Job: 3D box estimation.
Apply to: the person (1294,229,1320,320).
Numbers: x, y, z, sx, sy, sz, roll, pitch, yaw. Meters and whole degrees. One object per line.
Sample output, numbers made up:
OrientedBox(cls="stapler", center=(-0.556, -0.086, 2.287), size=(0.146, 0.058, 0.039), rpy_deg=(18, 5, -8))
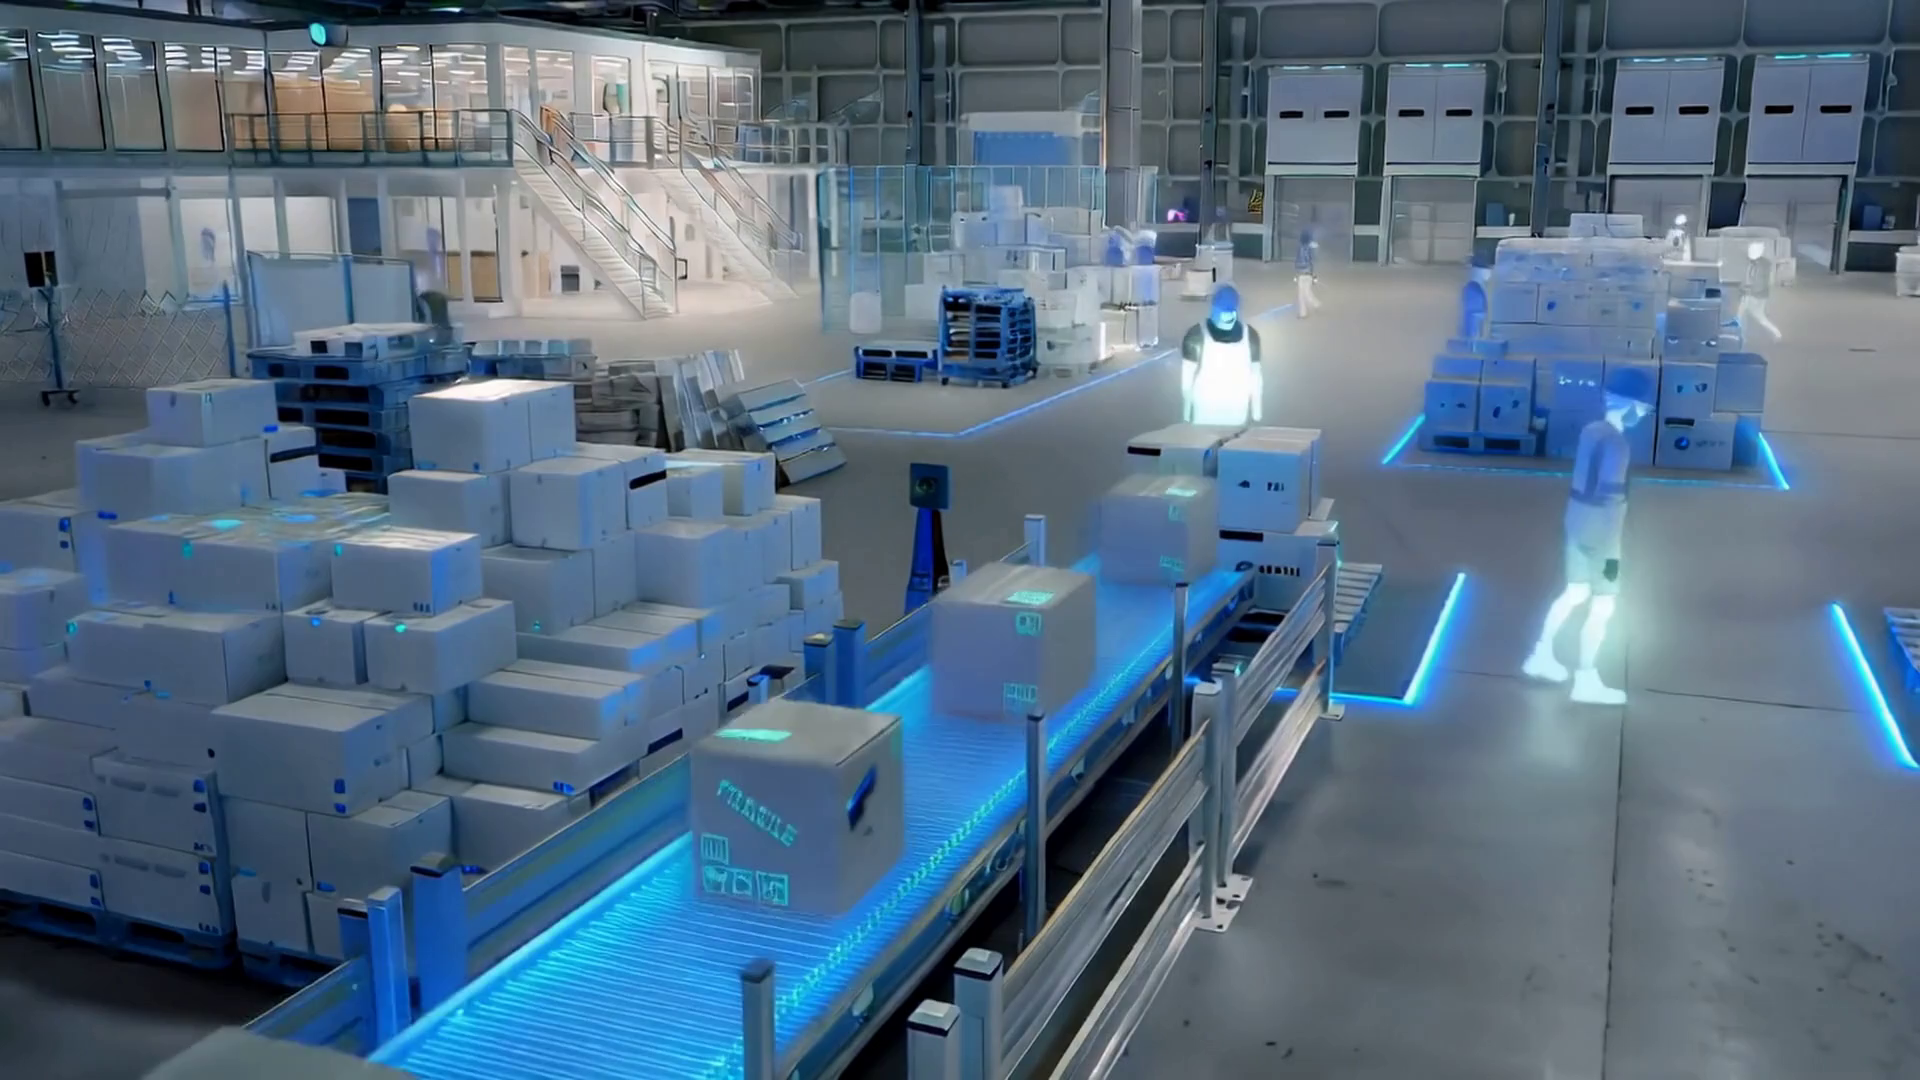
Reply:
OrientedBox(cls="person", center=(6.977, -5.359, 33.594), size=(0.436, 1.831, 0.653), rpy_deg=(-6, 14, -25))

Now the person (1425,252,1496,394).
OrientedBox(cls="person", center=(6.234, -2.517, 20.425), size=(0.790, 2.019, 0.624), rpy_deg=(5, 14, 23))

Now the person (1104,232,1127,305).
OrientedBox(cls="person", center=(2.872, -4.668, 30.367), size=(1.004, 1.883, 0.655), rpy_deg=(-2, 13, -9))

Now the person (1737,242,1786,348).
OrientedBox(cls="person", center=(13.515, -4.123, 28.114), size=(0.853, 1.808, 0.617), rpy_deg=(1, 13, 3))

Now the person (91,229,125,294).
OrientedBox(cls="person", center=(-20.586, -6.784, 39.912), size=(0.999, 1.858, 0.638), rpy_deg=(-5, 13, -20))

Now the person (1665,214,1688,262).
OrientedBox(cls="person", center=(17.770, -7.103, 41.225), size=(0.617, 1.914, 0.405), rpy_deg=(-4, 13, -17))

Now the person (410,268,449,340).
OrientedBox(cls="person", center=(-6.260, -2.309, 19.823), size=(0.638, 1.867, 0.579), rpy_deg=(7, 14, 27))

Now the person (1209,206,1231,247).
OrientedBox(cls="person", center=(7.539, -8.706, 48.308), size=(0.638, 1.961, 0.659), rpy_deg=(3, 13, 12))

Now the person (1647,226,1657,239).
OrientedBox(cls="person", center=(16.179, -6.500, 39.019), size=(0.318, 1.697, 0.533), rpy_deg=(8, 15, 30))

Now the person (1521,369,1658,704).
OrientedBox(cls="person", center=(3.611, -0.031, 9.519), size=(0.570, 1.910, 0.722), rpy_deg=(1, 13, 3))

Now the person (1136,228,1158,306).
OrientedBox(cls="person", center=(3.578, -5.031, 31.951), size=(0.434, 1.913, 0.586), rpy_deg=(-6, 14, -23))

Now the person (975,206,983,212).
OrientedBox(cls="person", center=(0.581, -9.284, 51.043), size=(0.558, 1.906, 0.538), rpy_deg=(-4, 13, -17))

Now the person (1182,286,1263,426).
OrientedBox(cls="person", center=(2.351, -1.248, 14.685), size=(0.702, 2.000, 0.957), rpy_deg=(-1, 13, -5))
